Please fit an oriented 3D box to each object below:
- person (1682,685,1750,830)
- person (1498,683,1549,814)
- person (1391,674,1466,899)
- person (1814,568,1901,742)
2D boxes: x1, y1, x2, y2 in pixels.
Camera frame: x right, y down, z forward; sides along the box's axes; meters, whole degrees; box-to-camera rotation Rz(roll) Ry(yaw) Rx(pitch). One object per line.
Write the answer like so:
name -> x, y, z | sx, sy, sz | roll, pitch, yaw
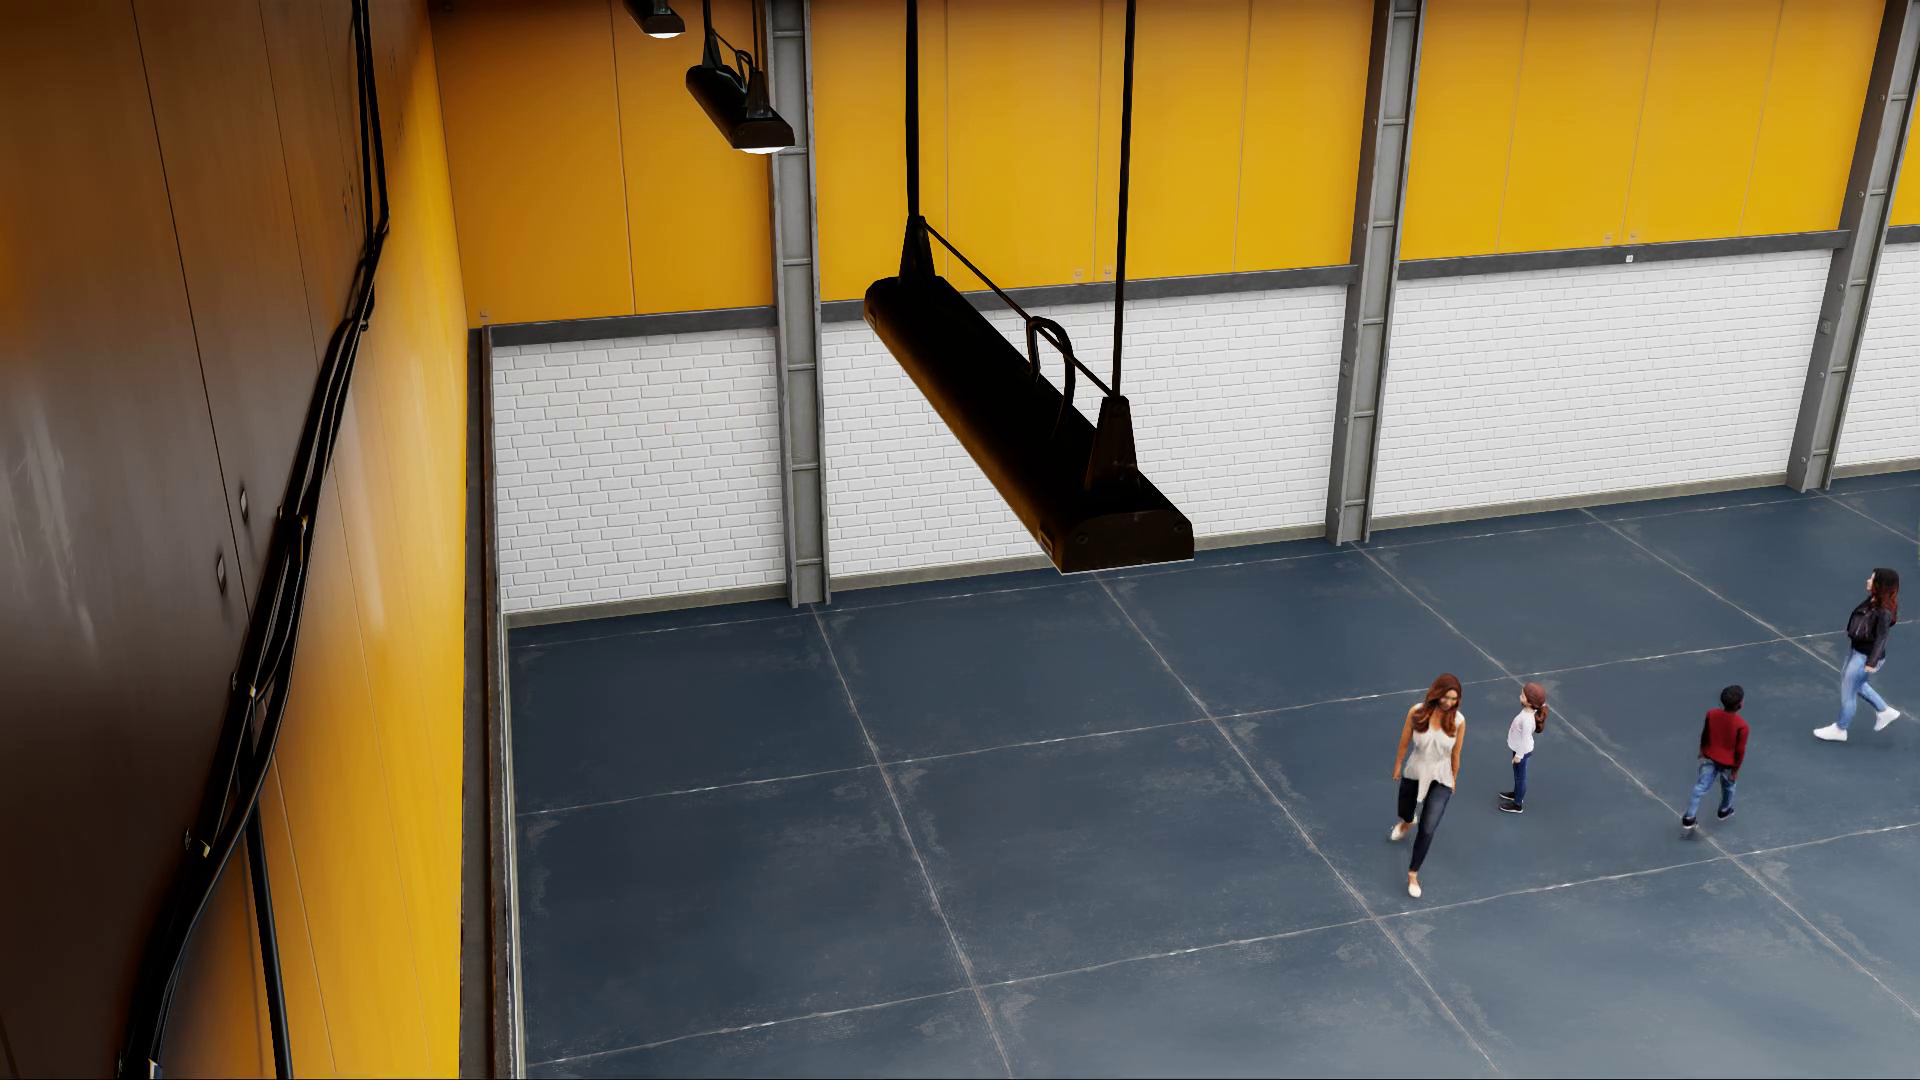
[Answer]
person -> 5.841, 1.706, 12.840 | 0.938, 1.233, 0.754 | -20, 30, -38
person -> 4.462, 1.627, 13.175 | 0.583, 1.109, 0.532 | 8, 25, 17
person -> 3.429, 1.707, 12.195 | 1.058, 1.749, 1.061 | 12, 26, 26
person -> 7.699, 0.984, 14.010 | 0.997, 1.619, 0.900 | 8, 25, 18
